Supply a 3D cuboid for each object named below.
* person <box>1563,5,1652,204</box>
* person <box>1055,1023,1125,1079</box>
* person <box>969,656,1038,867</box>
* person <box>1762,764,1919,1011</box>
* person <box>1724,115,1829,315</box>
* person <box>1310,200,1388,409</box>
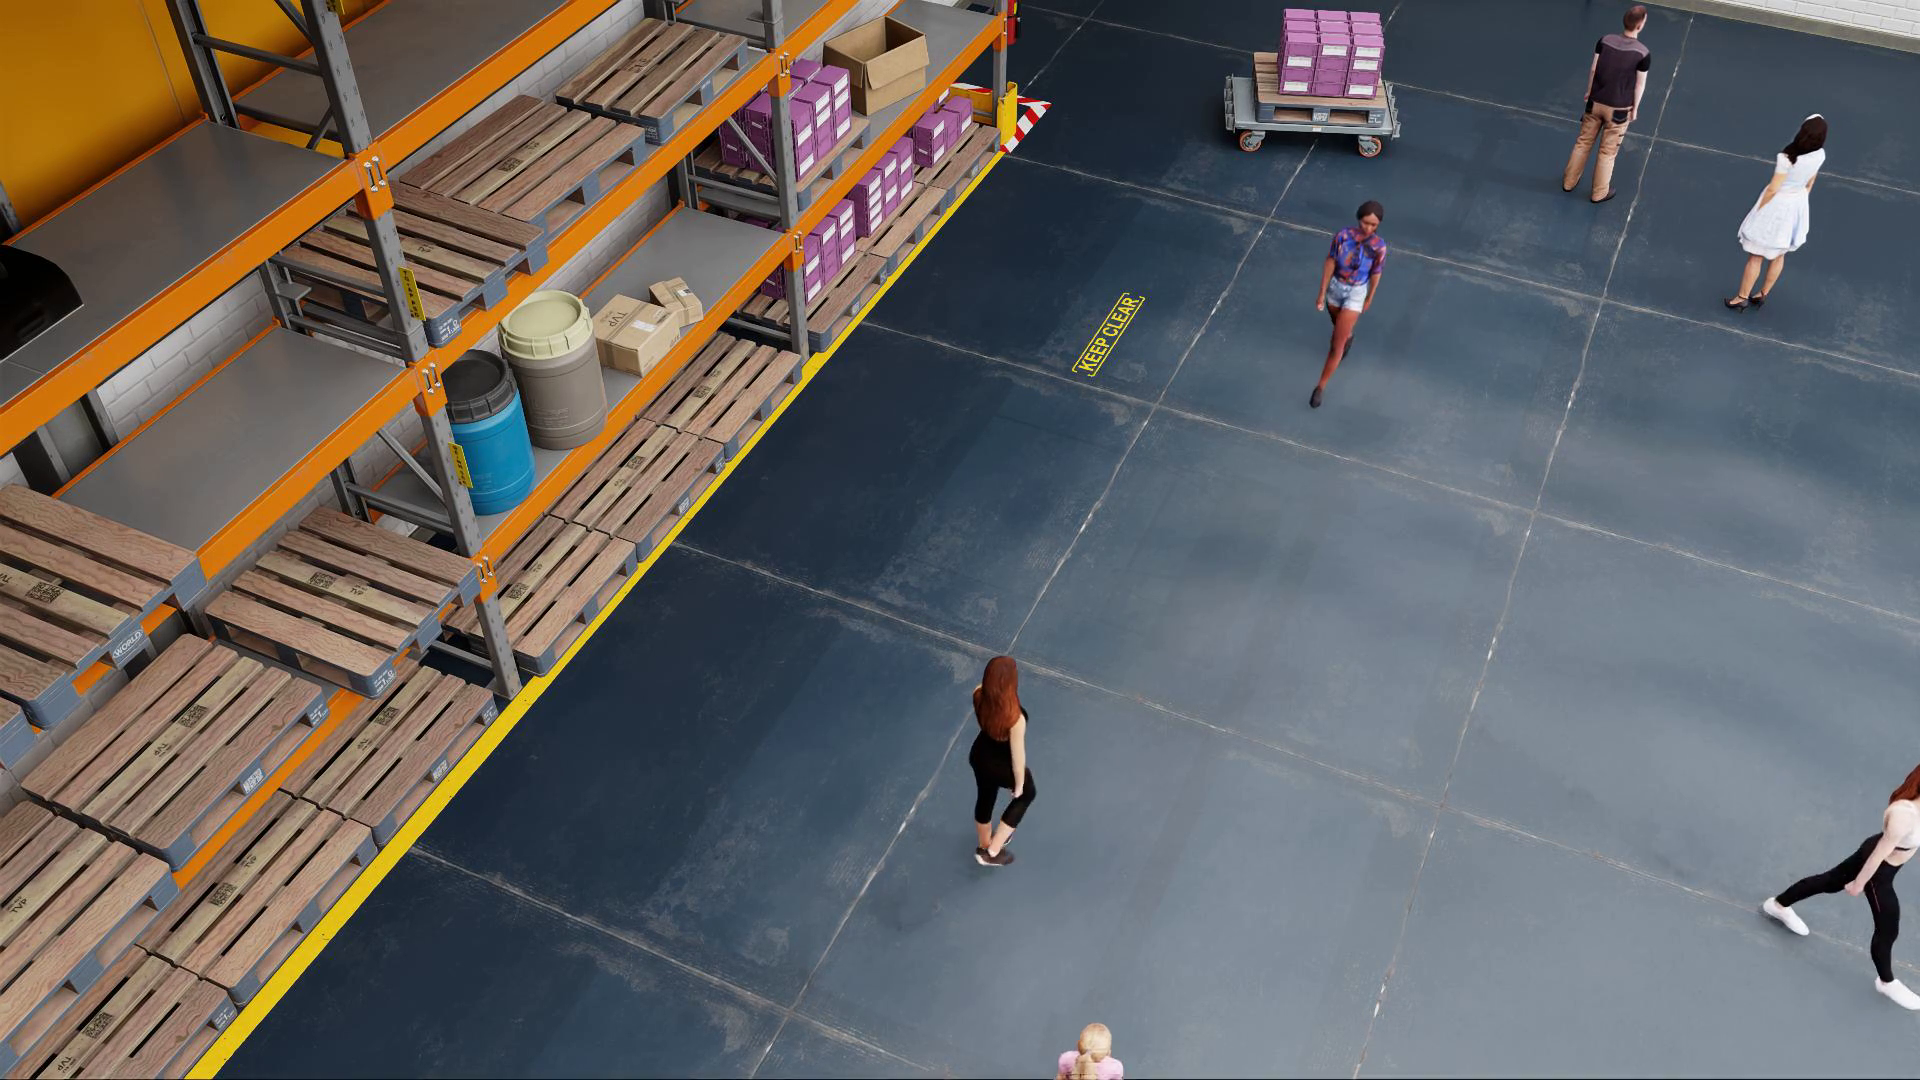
[{"bbox_3d":[5.866,-3.952,15.020,0.727,1.842,0.761,-33,53,-30],"label":"person"},{"bbox_3d":[0.619,2.838,8.308,0.553,1.269,0.565,9,44,9],"label":"person"},{"bbox_3d":[0.146,1.327,9.570,0.722,1.716,0.671,-34,53,-30],"label":"person"},{"bbox_3d":[4.964,1.747,9.147,1.193,1.691,0.986,-32,52,-29],"label":"person"},{"bbox_3d":[6.746,-2.667,13.687,0.854,1.818,0.906,-8,44,-8],"label":"person"},{"bbox_3d":[3.042,-1.939,13.011,0.646,1.697,1.199,22,48,22],"label":"person"}]
